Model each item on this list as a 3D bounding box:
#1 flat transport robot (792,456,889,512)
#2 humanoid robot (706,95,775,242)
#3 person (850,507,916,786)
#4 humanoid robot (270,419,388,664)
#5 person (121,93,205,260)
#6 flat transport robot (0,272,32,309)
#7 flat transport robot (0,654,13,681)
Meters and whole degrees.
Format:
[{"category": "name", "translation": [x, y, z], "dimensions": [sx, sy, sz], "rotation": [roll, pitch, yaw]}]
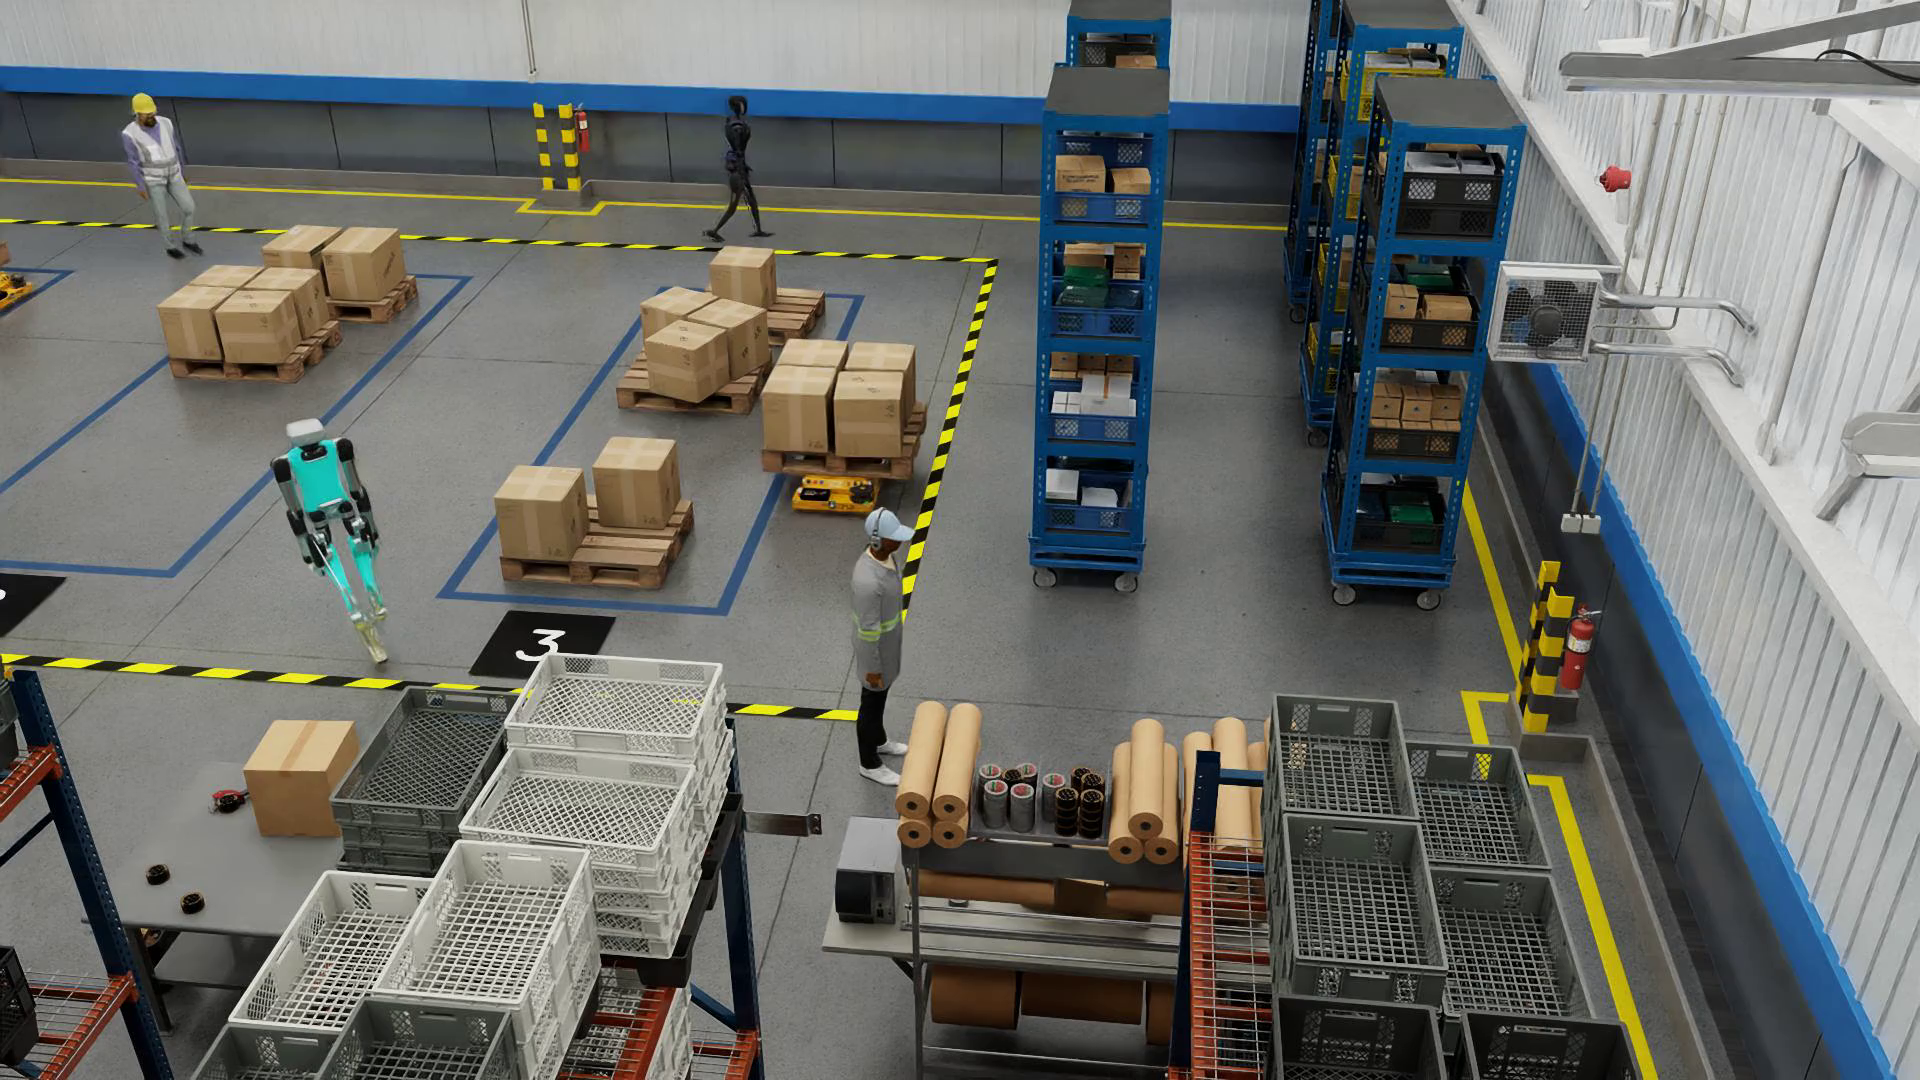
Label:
[{"category": "flat transport robot", "translation": [-0.935, -0.668, 13.792], "dimensions": [0.652, 0.197, 1.431], "rotation": [3, 30, 6]}, {"category": "humanoid robot", "translation": [-2.488, -4.100, 18.356], "dimensions": [0.740, 1.640, 0.610], "rotation": [-3, 30, -5]}, {"category": "person", "translation": [-0.452, 0.620, 10.035], "dimensions": [0.401, 1.851, 0.589], "rotation": [5, 31, 9]}, {"category": "humanoid robot", "translation": [-4.068, 0.094, 11.038], "dimensions": [0.552, 1.743, 0.893], "rotation": [-21, 36, -32]}, {"category": "person", "translation": [-8.555, -3.888, 17.810], "dimensions": [0.435, 1.818, 0.612], "rotation": [21, 36, 32]}, {"category": "flat transport robot", "translation": [-10.401, -2.570, 17.061], "dimensions": [1.431, 0.197, 0.652], "rotation": [3, 30, 6]}, {"category": "flat transport robot", "translation": [-7.142, 0.969, 11.010], "dimensions": [1.431, 0.231, 0.659], "rotation": [3, 30, 6]}]
